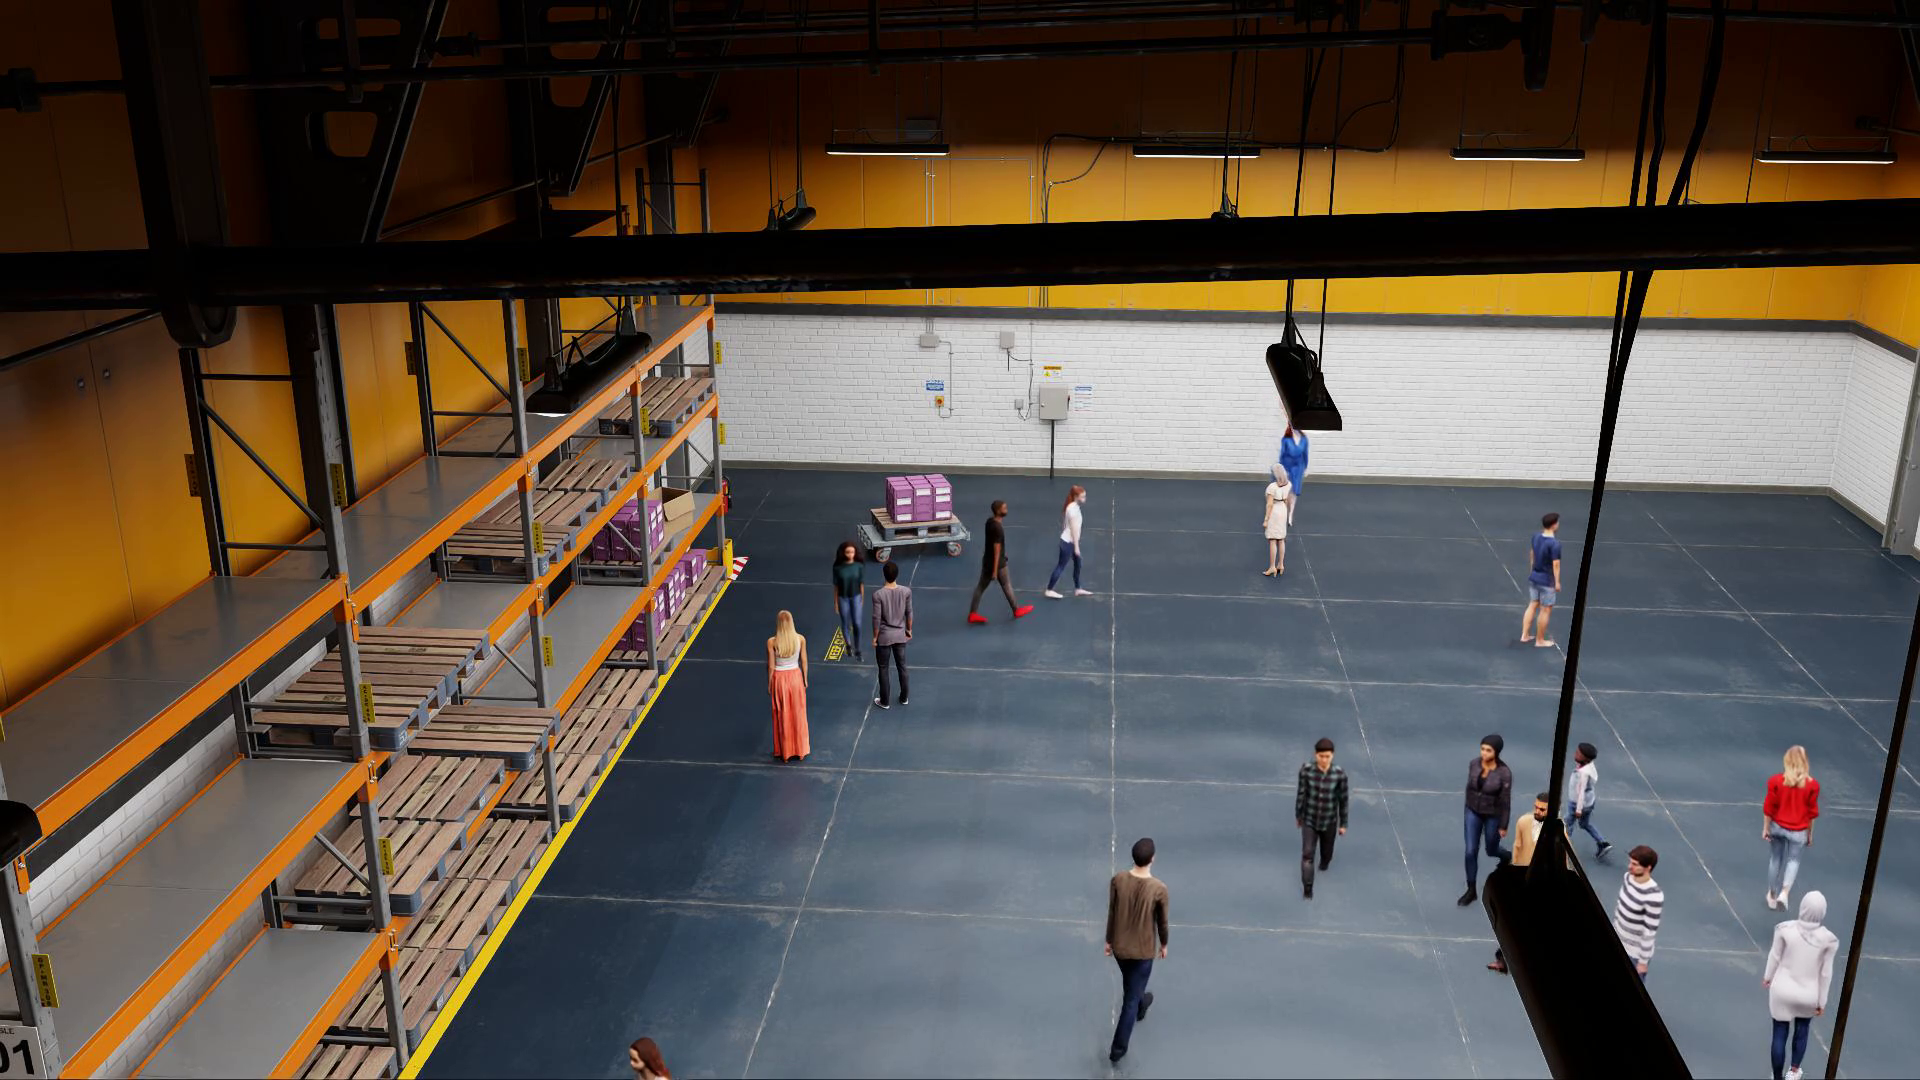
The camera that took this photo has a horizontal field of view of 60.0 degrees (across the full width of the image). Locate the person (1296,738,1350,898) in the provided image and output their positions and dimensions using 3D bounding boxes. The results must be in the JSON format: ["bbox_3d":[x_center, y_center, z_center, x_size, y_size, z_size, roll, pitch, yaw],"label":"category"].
[{"bbox_3d":[3.557,2.690,16.311,0.801,1.685,1.095,4,19,13],"label":"person"}]

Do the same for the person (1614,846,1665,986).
[{"bbox_3d":[5.587,3.349,13.765,0.741,1.846,0.522,-2,19,-5],"label":"person"}]

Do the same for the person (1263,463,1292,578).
[{"bbox_3d":[4.724,-0.306,24.788,0.691,1.738,0.736,-12,22,-33],"label":"person"}]

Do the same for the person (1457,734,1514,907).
[{"bbox_3d":[5.104,2.658,16.012,1.135,1.720,1.047,-16,25,-40],"label":"person"}]

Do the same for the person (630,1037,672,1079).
[{"bbox_3d":[-2.118,4.176,11.897,0.825,1.471,0.928,15,24,37],"label":"person"}]

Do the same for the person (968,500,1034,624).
[{"bbox_3d":[0.376,0.339,22.846,1.088,1.754,1.216,-8,20,-22],"label":"person"}]

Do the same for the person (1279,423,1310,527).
[{"bbox_3d":[5.410,-1.136,27.123,0.665,1.819,0.763,0,19,1],"label":"person"}]

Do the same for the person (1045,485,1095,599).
[{"bbox_3d":[1.471,0.042,23.808,0.666,1.704,0.864,1,19,2],"label":"person"}]

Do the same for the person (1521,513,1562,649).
[{"bbox_3d":[7.751,0.526,22.147,0.782,1.847,0.677,-8,20,-23],"label":"person"}]

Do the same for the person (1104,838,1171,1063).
[{"bbox_3d":[1.401,3.400,13.650,0.964,1.824,1.273,9,21,25],"label":"person"}]

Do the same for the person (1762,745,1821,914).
[{"bbox_3d":[7.820,2.777,15.701,0.765,1.693,0.882,8,20,22],"label":"person"}]

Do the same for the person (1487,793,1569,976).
[{"bbox_3d":[5.196,3.043,14.879,1.081,1.716,1.203,16,24,40],"label":"person"}]

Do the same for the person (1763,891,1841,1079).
[{"bbox_3d":[6.571,3.617,13.102,0.736,1.761,0.799,8,20,23],"label":"person"}]

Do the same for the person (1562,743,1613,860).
[{"bbox_3d":[6.331,2.648,16.788,0.814,1.245,0.846,14,23,35],"label":"person"}]

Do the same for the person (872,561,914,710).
[{"bbox_3d":[-0.834,1.148,20.289,0.752,1.853,0.732,-8,20,-23],"label":"person"}]

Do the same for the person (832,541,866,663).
[{"bbox_3d":[-1.469,0.759,21.846,0.672,1.596,0.836,-2,19,-5],"label":"person"}]

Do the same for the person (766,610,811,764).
[{"bbox_3d":[-1.960,1.652,18.874,0.703,1.801,0.696,-5,19,-15],"label":"person"}]
